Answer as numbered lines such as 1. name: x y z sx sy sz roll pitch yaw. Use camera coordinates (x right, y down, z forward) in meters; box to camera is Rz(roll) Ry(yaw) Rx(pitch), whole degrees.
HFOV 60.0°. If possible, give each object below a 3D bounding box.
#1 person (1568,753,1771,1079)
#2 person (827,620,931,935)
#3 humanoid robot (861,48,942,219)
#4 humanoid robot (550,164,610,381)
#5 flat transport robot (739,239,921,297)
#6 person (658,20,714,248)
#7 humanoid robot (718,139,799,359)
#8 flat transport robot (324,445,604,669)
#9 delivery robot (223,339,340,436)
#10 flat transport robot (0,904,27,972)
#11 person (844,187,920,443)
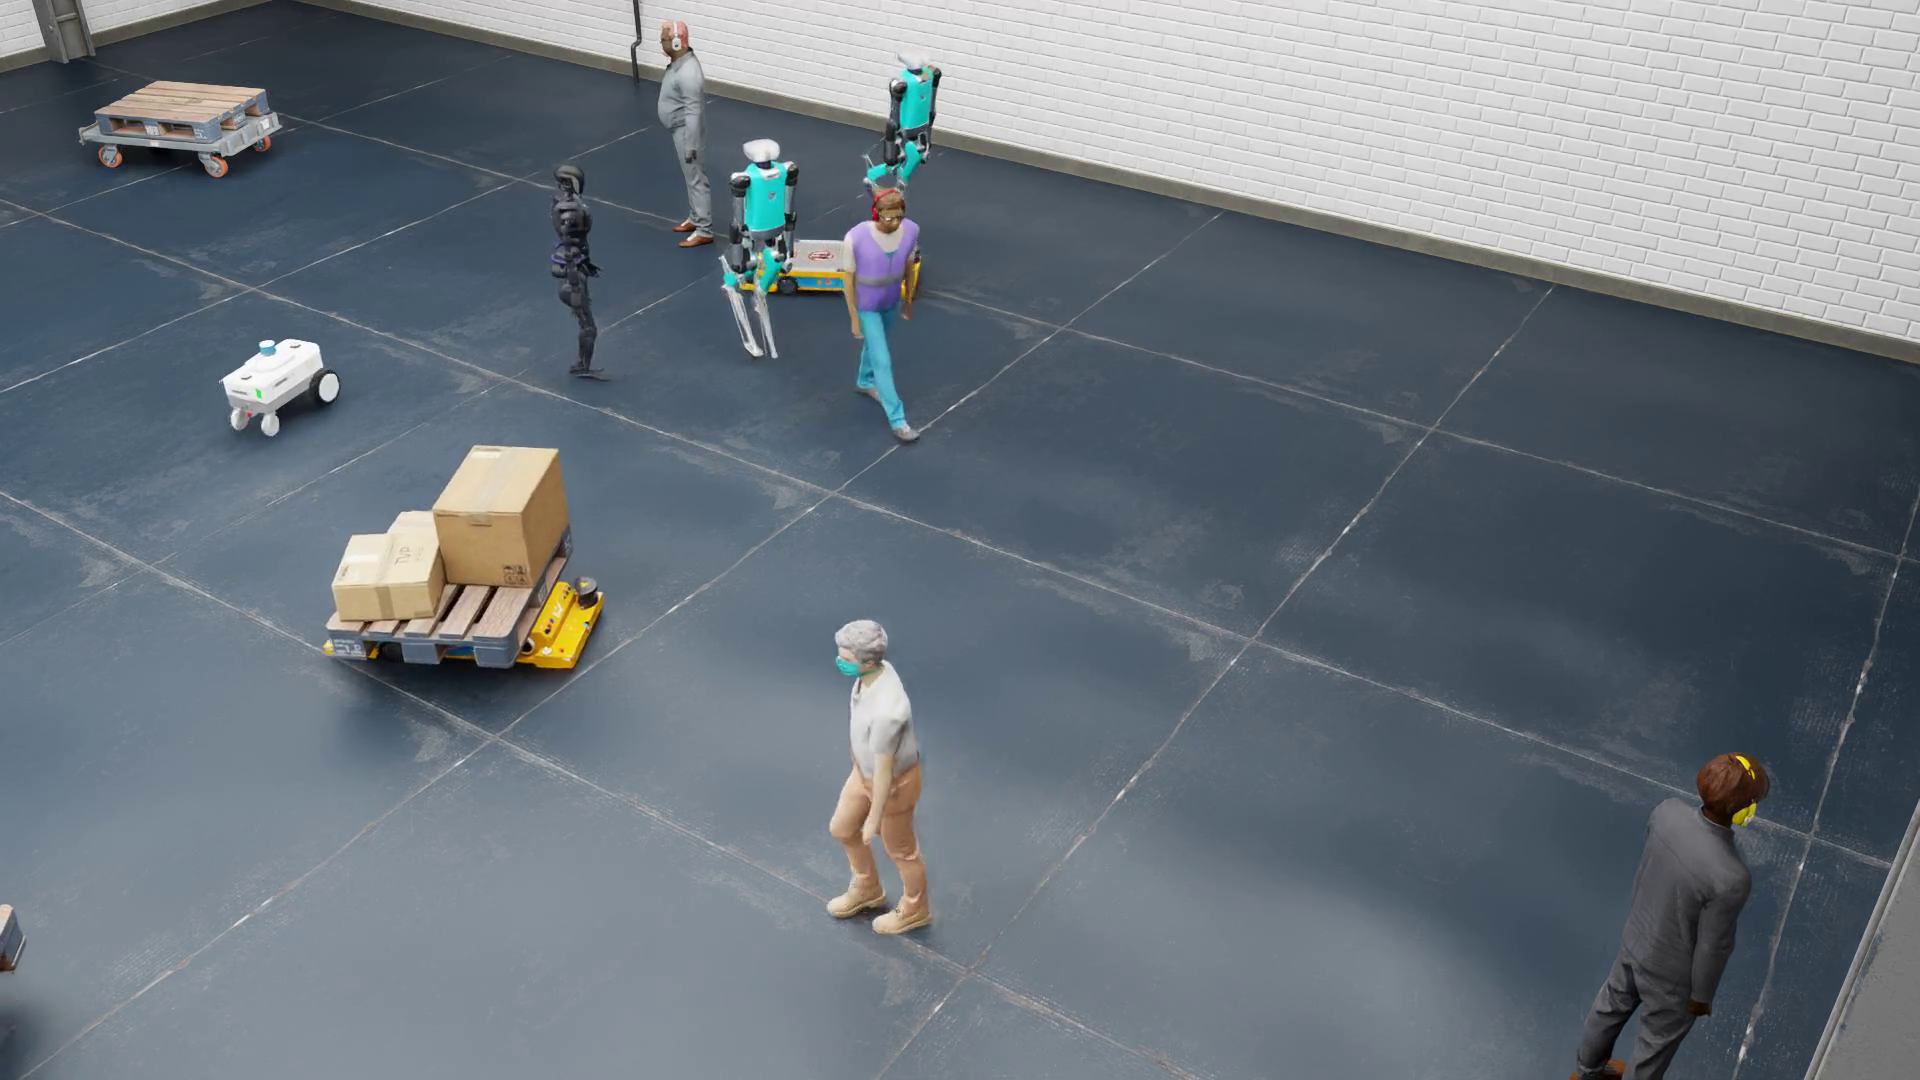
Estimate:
1. person: 2.704 1.569 6.344 0.353 1.866 0.490 -9 34 -13
2. person: -0.387 1.075 7.244 0.586 1.724 0.470 -12 34 -17
3. humanoid robot: -0.556 -3.275 14.082 0.793 1.864 0.545 27 41 35
4. humanoid robot: -2.751 -1.925 11.953 0.318 1.642 0.597 -2 33 -3
5. flat transport robot: -1.064 -2.248 13.754 1.431 0.231 0.659 3 33 4
6. person: -2.334 -3.435 14.088 0.404 1.910 0.641 -7 33 -11
7. humanoid robot: -1.534 -2.093 12.208 0.538 1.836 0.751 -23 39 -31
8. flat transport robot: -2.842 0.445 9.563 1.431 0.231 0.659 3 33 4
9. delivery robot: -4.815 -1.124 11.754 0.499 0.608 0.797 11 34 17
10. flat transport robot: -4.613 2.170 6.879 0.659 0.231 1.431 -5 33 -7
11. person: -0.510 -1.570 11.323 0.568 1.752 1.054 -23 39 -32
